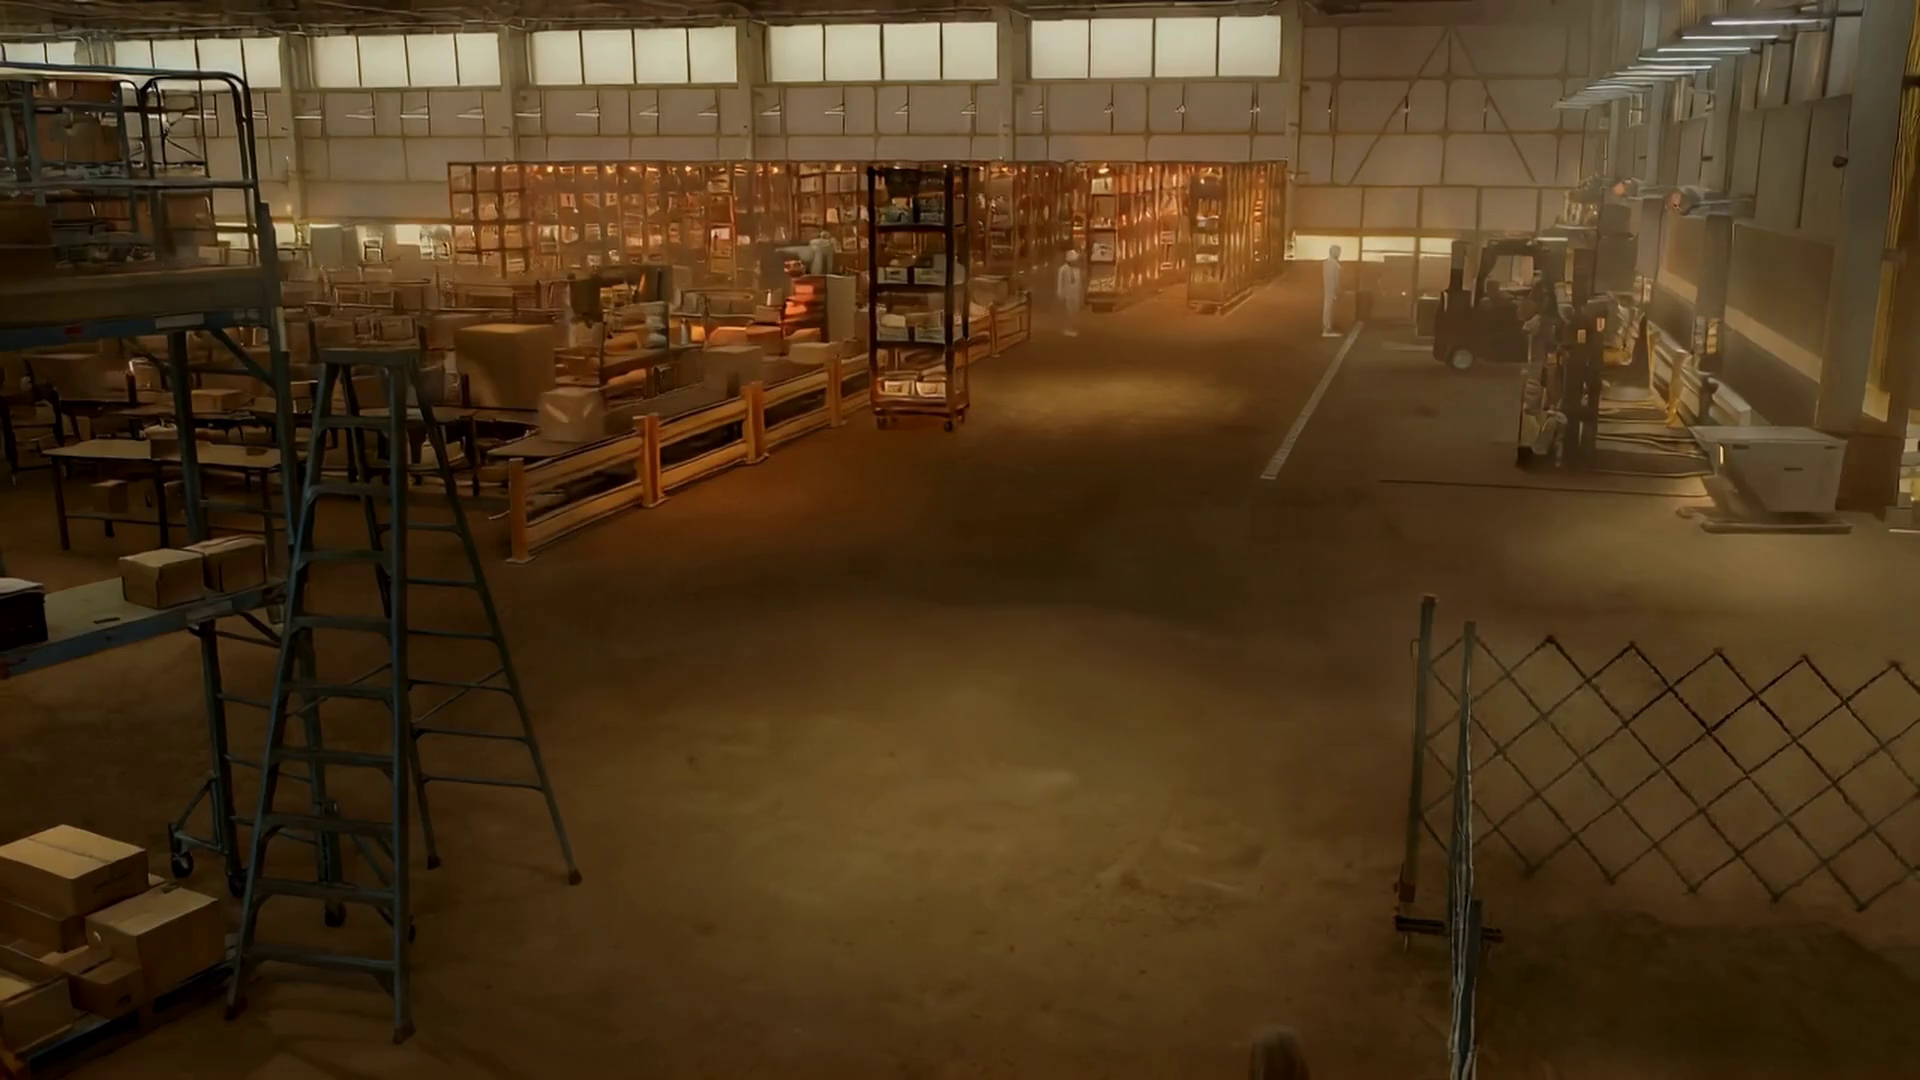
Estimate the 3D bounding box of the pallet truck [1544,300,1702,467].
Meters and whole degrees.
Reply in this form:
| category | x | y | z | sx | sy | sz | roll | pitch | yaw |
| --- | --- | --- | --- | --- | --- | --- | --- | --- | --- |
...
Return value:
| category | x | y | z | sx | sy | sz | roll | pitch | yaw |
| --- | --- | --- | --- | --- | --- | --- | --- | --- | --- |
| pallet truck | 8.263 | -1.952 | 20.631 | 1.885 | 1.965 | 0.823 | 5 | 14 | 20 |

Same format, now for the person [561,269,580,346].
| category | x | y | z | sx | sy | sz | roll | pitch | yaw |
| --- | --- | --- | --- | --- | --- | --- | --- | --- | --- |
| person | -7.039 | -4.021 | 30.097 | 0.370 | 1.754 | 0.542 | -3 | 13 | -14 |

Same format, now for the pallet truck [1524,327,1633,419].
| category | x | y | z | sx | sy | sz | roll | pitch | yaw |
| --- | --- | --- | --- | --- | --- | --- | --- | --- | --- |
| pallet truck | 9.065 | -2.460 | 24.370 | 1.522 | 1.261 | 0.704 | 3 | 13 | 14 |

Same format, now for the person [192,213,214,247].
| category | x | y | z | sx | sy | sz | roll | pitch | yaw |
| --- | --- | --- | --- | --- | --- | --- | --- | --- | --- |
| person | -24.435 | -9.572 | 53.651 | 0.611 | 1.955 | 0.992 | -3 | 13 | -14 |

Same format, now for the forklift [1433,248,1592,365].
| category | x | y | z | sx | sy | sz | roll | pitch | yaw |
| --- | --- | --- | --- | --- | --- | --- | --- | --- | --- |
| forklift | 9.780 | -4.111 | 29.280 | 2.680 | 1.987 | 1.157 | 3 | 13 | 14 |

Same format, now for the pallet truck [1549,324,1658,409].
| category | x | y | z | sx | sy | sz | roll | pitch | yaw |
| --- | --- | --- | --- | --- | --- | --- | --- | --- | --- |
| pallet truck | 9.824 | -2.669 | 25.407 | 1.601 | 1.201 | 0.680 | 4 | 14 | 16 |

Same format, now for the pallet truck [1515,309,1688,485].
| category | x | y | z | sx | sy | sz | roll | pitch | yaw |
| --- | --- | --- | --- | --- | --- | --- | --- | --- | --- |
| pallet truck | 7.554 | -1.677 | 19.446 | 1.885 | 1.965 | 0.823 | 3 | 13 | 14 |

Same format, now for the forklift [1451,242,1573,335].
| category | x | y | z | sx | sy | sz | roll | pitch | yaw |
| --- | --- | --- | --- | --- | --- | --- | --- | --- | --- |
| forklift | 10.464 | -4.597 | 31.405 | 2.680 | 1.987 | 1.157 | 4 | 14 | 16 |

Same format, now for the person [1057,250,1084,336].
| category | x | y | z | sx | sy | sz | roll | pitch | yaw |
| --- | --- | --- | --- | --- | --- | --- | --- | --- | --- |
| person | 2.336 | -5.186 | 35.006 | 0.594 | 1.817 | 0.431 | -11 | 17 | -40 |

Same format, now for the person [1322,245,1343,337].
| category | x | y | z | sx | sy | sz | roll | pitch | yaw |
| --- | --- | --- | --- | --- | --- | --- | --- | --- | --- |
| person | 7.863 | -5.252 | 35.076 | 0.409 | 1.913 | 0.645 | -1 | 13 | -3 |

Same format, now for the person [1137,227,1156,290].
| category | x | y | z | sx | sy | sz | roll | pitch | yaw |
| --- | --- | --- | --- | --- | --- | --- | --- | --- | --- |
| person | 5.266 | -7.916 | 46.823 | 0.722 | 1.808 | 0.406 | 6 | 14 | 23 |

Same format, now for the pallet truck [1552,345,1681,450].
| category | x | y | z | sx | sy | sz | roll | pitch | yaw |
| --- | --- | --- | --- | --- | --- | --- | --- | --- | --- |
| pallet truck | 8.641 | -1.896 | 21.908 | 1.630 | 1.274 | 0.653 | 4 | 14 | 16 |
